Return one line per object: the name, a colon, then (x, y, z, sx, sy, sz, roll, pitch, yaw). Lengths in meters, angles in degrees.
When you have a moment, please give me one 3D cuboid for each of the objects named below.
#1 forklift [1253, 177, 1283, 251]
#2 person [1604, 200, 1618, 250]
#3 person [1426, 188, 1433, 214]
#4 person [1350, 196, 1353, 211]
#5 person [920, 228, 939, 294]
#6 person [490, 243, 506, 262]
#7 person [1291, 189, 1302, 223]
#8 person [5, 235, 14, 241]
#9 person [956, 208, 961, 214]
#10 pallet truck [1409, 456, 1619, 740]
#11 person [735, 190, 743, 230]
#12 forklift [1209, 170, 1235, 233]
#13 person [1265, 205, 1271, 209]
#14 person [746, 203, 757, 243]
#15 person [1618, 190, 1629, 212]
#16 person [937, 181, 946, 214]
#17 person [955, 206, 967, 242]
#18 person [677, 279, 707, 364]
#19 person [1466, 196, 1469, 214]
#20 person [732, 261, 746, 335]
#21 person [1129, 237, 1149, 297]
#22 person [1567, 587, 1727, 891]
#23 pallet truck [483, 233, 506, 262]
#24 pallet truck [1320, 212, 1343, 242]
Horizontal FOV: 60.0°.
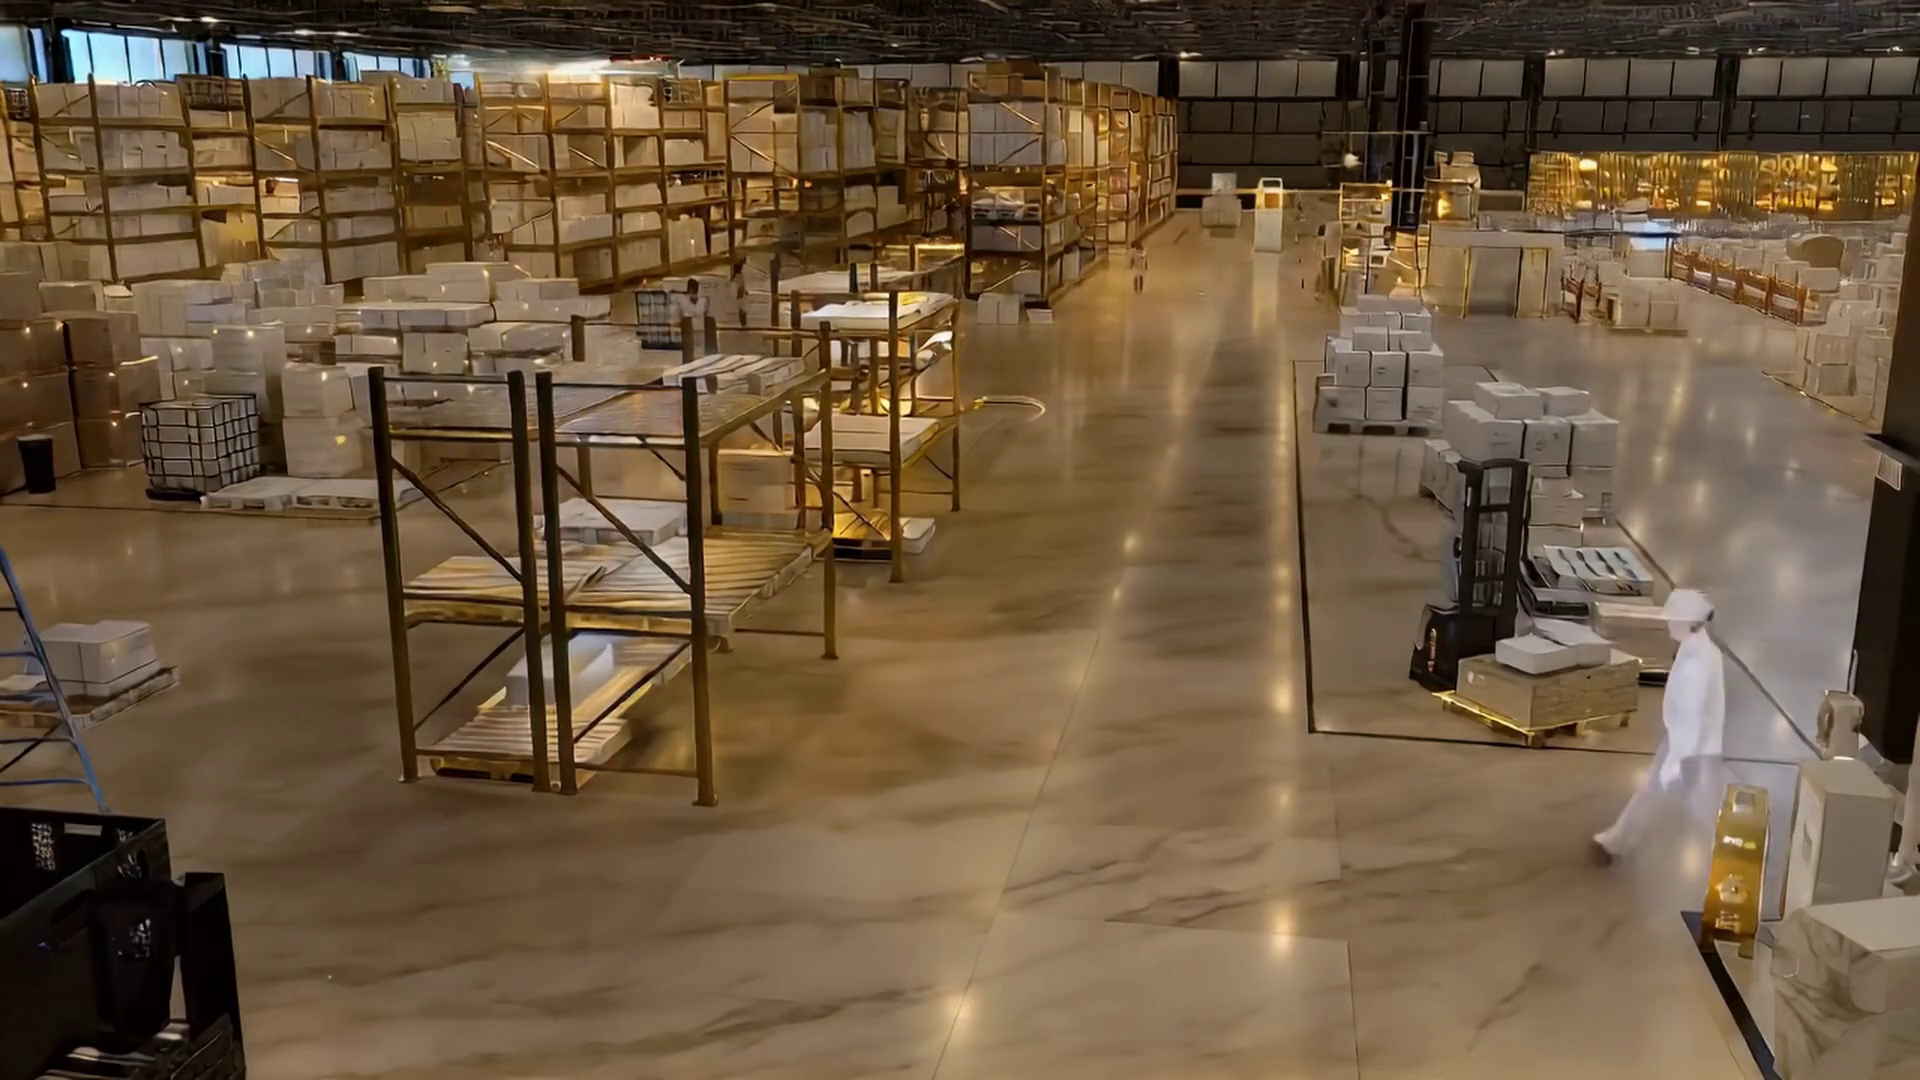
forklift: (12.083, -12.747, 64.956, 1.129, 2.768, 1.873, 3, 14, 10)
person: (25.527, -12.318, 65.132, 0.397, 1.949, 0.603, -6, 15, -23)
person: (23.169, -16.336, 81.604, 0.641, 1.878, 0.836, -7, 15, -25)
person: (20.552, -17.753, 87.668, 0.411, 1.726, 0.597, 12, 18, 41)
person: (-0.885, -7.997, 47.708, 0.556, 1.904, 0.939, 2, 14, 8)
person: (-11.381, -6.470, 41.540, 0.909, 1.866, 0.679, 1, 14, 6)
person: (17.093, -16.956, 84.402, 0.571, 1.731, 0.395, -12, 18, -41)
person: (-25.087, -7.074, 43.895, 0.650, 1.925, 0.632, 4, 14, 17)
person: (0.071, -11.658, 62.860, 0.451, 1.741, 0.600, -5, 15, -20)
pallet truck: (4.504, 0.400, 13.395, 0.823, 1.965, 1.885, -6, 15, -23)
person: (-10.158, -15.171, 76.519, 0.609, 2.044, 0.394, 8, 16, 29)
forklift: (12.083, -15.539, 76.291, 1.129, 2.768, 1.873, 3, 14, 10)
person: (12.485, -12.686, 67.208, 0.715, 1.671, 0.540, 2, 14, 8)
person: (-8.174, -12.195, 64.858, 0.394, 1.839, 0.563, 10, 17, 34)
person: (33.676, -17.012, 84.501, 0.408, 1.819, 0.672, -6, 15, -22)
person: (-1.025, -19.175, 93.233, 0.570, 1.821, 0.656, 12, 18, 41)
person: (0.032, -11.541, 62.139, 0.851, 1.876, 0.636, 13, 19, 42)
person: (-5.018, -3.948, 31.215, 0.591, 1.916, 0.383, -8, 16, -29)
person: (22.114, -14.211, 73.064, 0.600, 1.827, 0.403, 5, 15, 19)
person: (-5.091, -5.576, 38.277, 0.317, 1.695, 0.540, 0, 14, 0)
person: (5.061, -7.701, 46.911, 0.547, 1.683, 0.494, 3, 14, 12)
person: (4.359, 1.224, 10.182, 1.046, 1.927, 0.630, 3, 14, 13)
pallet truck: (-11.832, -7.026, 43.548, 1.885, 1.965, 0.823, 8, 16, 28)
pallet truck: (15.874, -13.227, 70.310, 0.680, 1.201, 1.601, 10, 17, 35)
